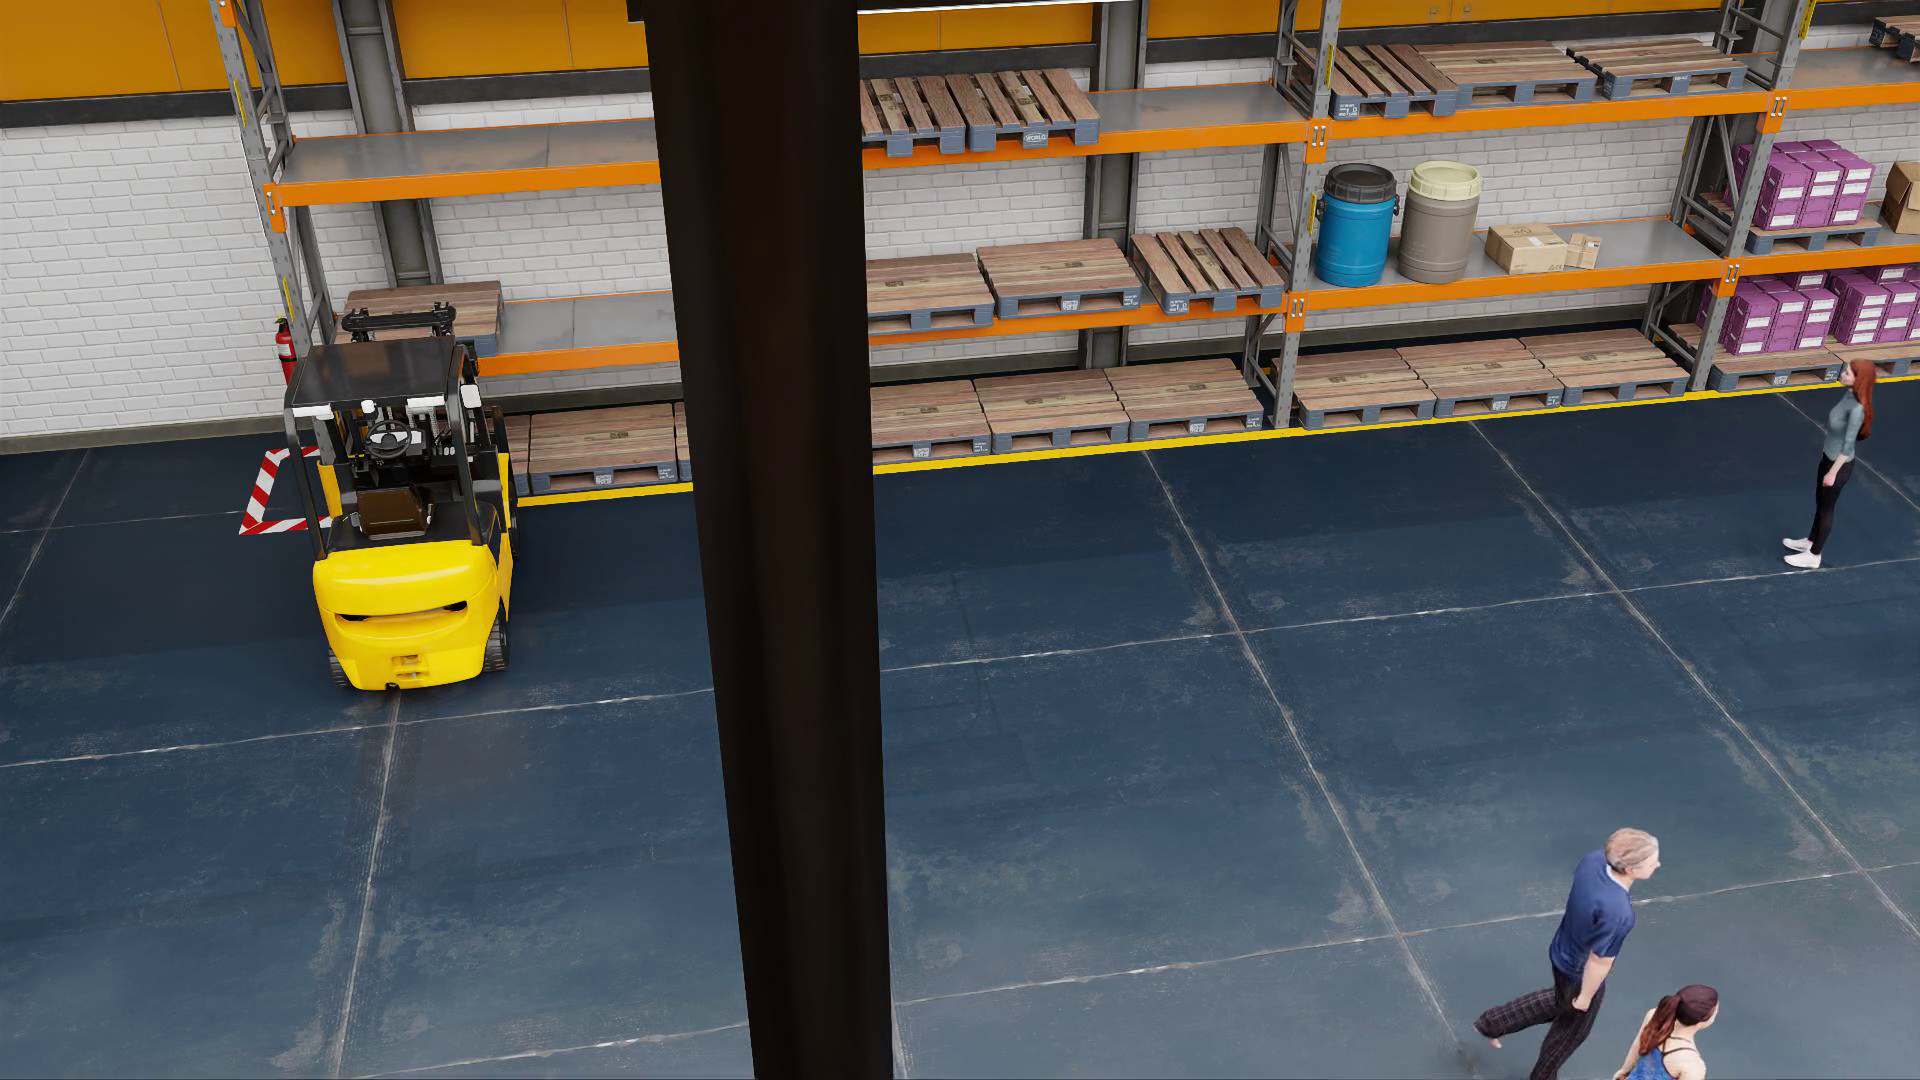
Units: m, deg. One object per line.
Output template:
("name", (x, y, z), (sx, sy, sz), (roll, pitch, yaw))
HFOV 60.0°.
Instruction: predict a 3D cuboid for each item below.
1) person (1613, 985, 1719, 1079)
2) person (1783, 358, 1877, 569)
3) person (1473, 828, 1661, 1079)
("person", (3.150, 2.676, 7.763), (1.026, 1.582, 0.635), (-5, 34, -7))
("person", (6.580, -0.573, 12.507), (0.696, 1.743, 0.672), (14, 36, 20))
("person", (3.029, 2.125, 8.354), (0.941, 1.847, 0.821), (5, 34, 7))
